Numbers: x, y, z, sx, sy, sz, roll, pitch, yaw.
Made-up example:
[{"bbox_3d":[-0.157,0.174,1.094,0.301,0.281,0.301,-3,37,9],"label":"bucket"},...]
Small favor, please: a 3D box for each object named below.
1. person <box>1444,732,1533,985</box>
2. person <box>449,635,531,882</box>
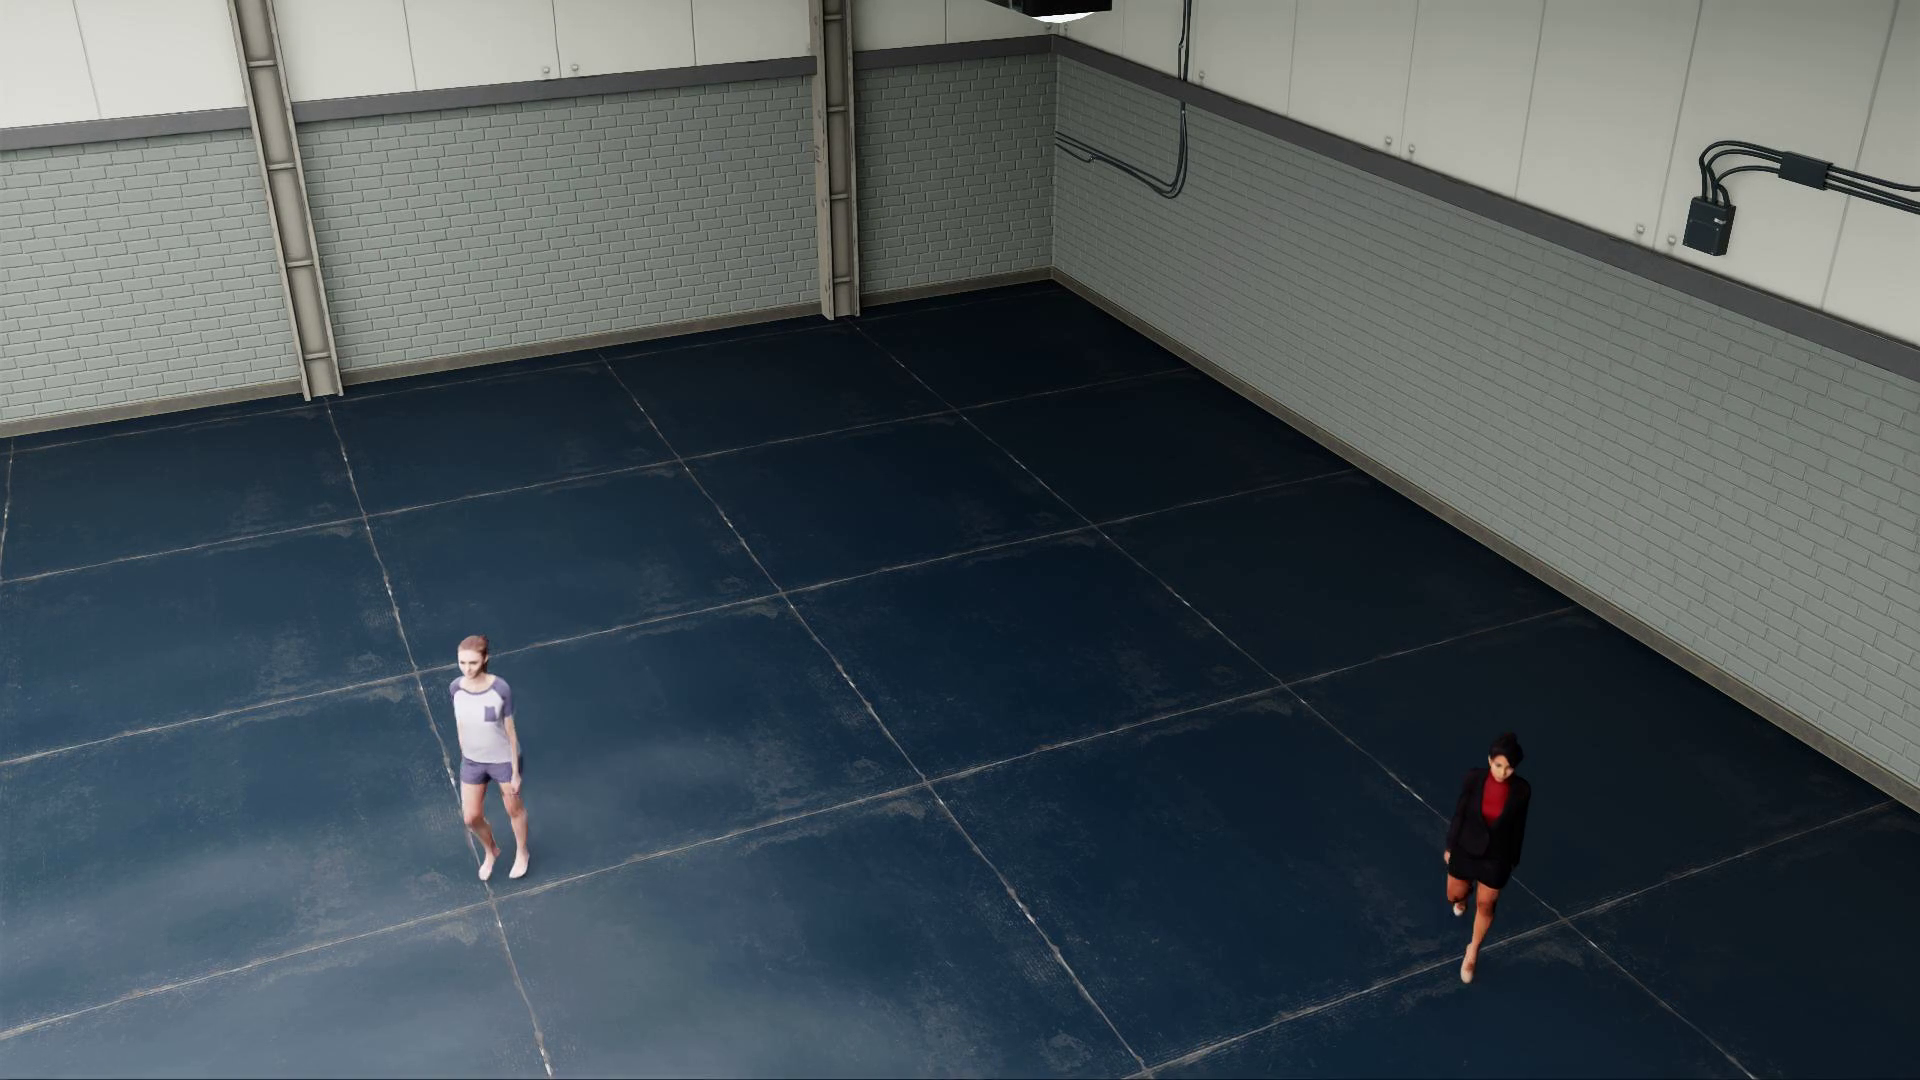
[{"bbox_3d":[3.025,1.799,9.633,0.813,1.623,0.885,11,29,21],"label":"person"},{"bbox_3d":[-2.892,1.327,10.409,0.685,1.751,0.759,1,27,3],"label":"person"}]
